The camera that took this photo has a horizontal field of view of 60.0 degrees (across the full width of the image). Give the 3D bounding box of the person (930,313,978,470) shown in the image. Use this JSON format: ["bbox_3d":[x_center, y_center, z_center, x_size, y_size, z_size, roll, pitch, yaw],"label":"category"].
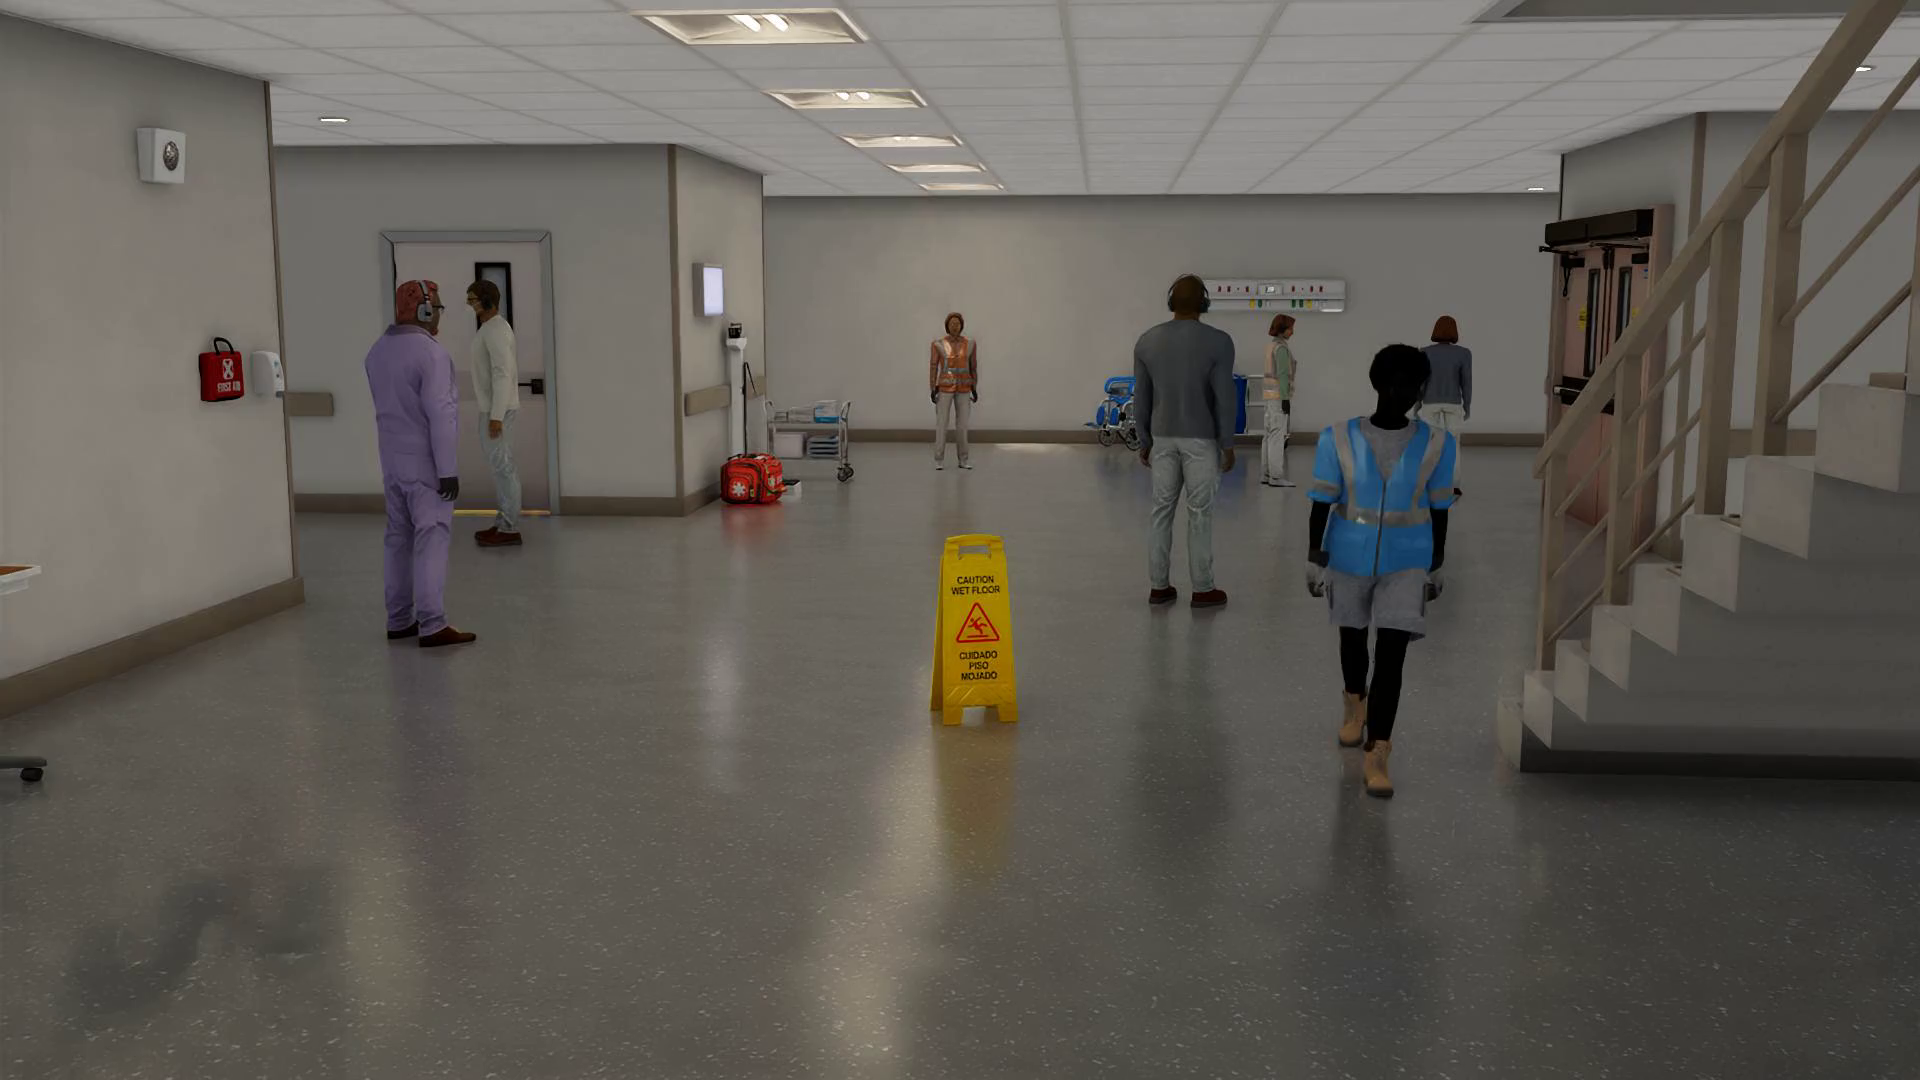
[{"bbox_3d":[-0.064,-1.546,17.338,0.523,1.638,0.310,-2,9,-15],"label":"person"}]

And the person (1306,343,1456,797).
[{"bbox_3d":[1.597,0.067,6.342,0.530,1.652,0.900,3,9,17],"label":"person"}]

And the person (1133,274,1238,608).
[{"bbox_3d":[1.318,-0.572,9.697,0.636,1.938,0.362,5,10,31],"label":"person"}]

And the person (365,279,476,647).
[{"bbox_3d":[-2.799,-0.399,8.667,0.648,1.899,0.399,7,11,41],"label":"person"}]

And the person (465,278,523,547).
[{"bbox_3d":[-3.375,-0.920,12.067,0.355,1.936,0.635,-3,9,-19],"label":"person"}]

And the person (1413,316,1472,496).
[{"bbox_3d":[4.360,-1.206,15.039,0.507,1.631,0.266,2,9,16],"label":"person"}]

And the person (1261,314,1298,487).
[{"bbox_3d":[3.033,-1.327,15.845,0.310,1.640,0.514,-1,8,-4],"label":"person"}]
